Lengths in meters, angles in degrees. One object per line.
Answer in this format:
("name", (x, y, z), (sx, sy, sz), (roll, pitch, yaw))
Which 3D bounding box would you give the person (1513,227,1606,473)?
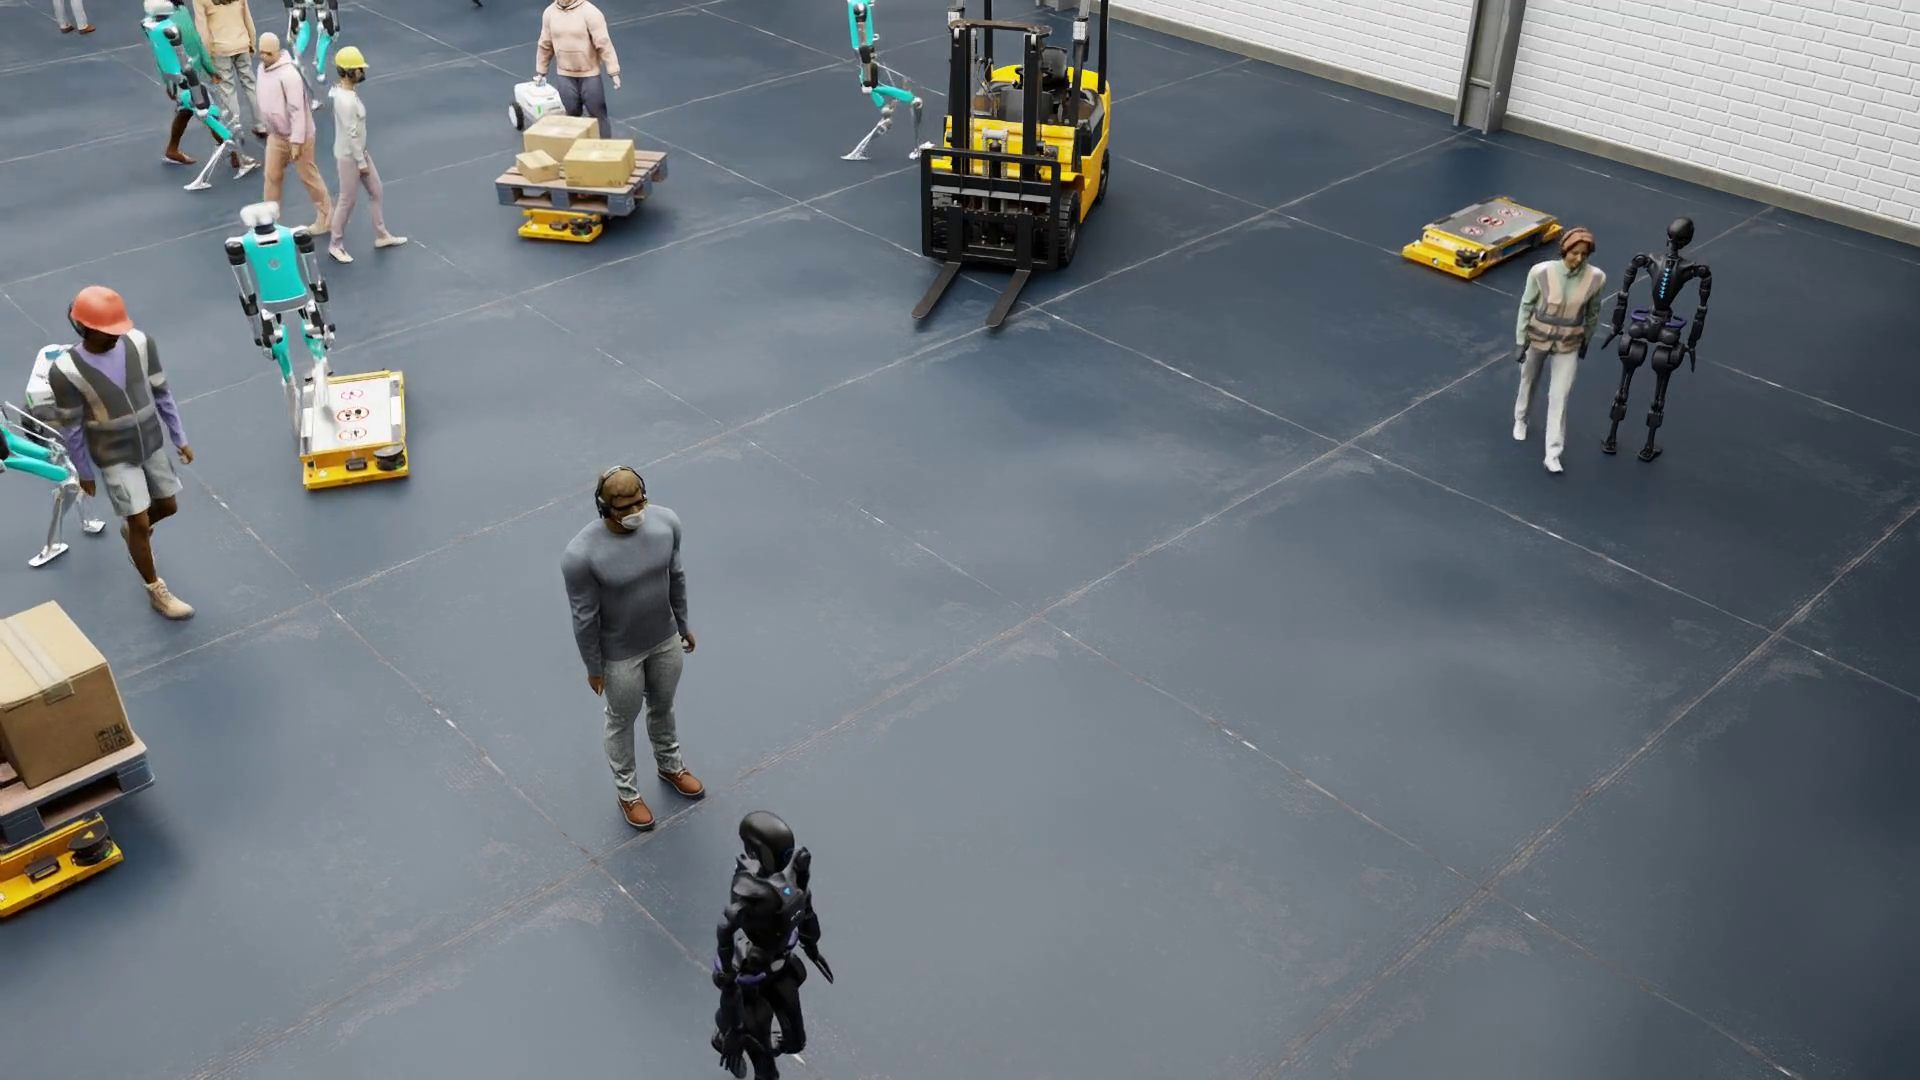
("person", (3.882, -1.259, 10.888), (0.508, 1.599, 0.803), (9, 34, 13))

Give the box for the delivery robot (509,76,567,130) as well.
("delivery robot", (-4.162, -4.308, 16.550), (0.499, 0.614, 0.790), (-19, 37, -26))

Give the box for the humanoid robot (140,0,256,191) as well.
("humanoid robot", (-6.803, -4.064, 15.071), (0.540, 1.751, 0.936), (24, 40, 32))

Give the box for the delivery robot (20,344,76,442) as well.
("delivery robot", (-6.220, -1.066, 11.532), (0.499, 0.575, 0.757), (-10, 34, -15))

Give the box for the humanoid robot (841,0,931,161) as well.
("humanoid robot", (-0.622, -4.382, 15.611), (1.018, 1.782, 0.534), (-3, 33, -5))

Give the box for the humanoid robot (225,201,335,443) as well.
("humanoid robot", (-4.442, -1.418, 11.073), (0.545, 1.872, 0.668), (-12, 35, -18))

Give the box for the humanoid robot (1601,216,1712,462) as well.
("humanoid robot", (4.541, -1.327, 10.908), (0.599, 1.657, 0.315), (17, 37, 25))

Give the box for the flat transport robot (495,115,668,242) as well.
("flat transport robot", (-3.326, -3.018, 14.812), (0.659, 0.231, 1.431), (7, 34, 11))

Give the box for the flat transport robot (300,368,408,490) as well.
("flat transport robot", (-4.149, -0.802, 11.406), (0.659, 0.231, 1.431), (-9, 34, -14))

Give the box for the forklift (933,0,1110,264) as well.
("forklift", (0.570, -3.725, 14.138), (1.214, 2.155, 2.313), (9, 34, 13))

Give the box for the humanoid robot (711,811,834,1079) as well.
("humanoid robot", (-0.807, 1.654, 6.340), (0.562, 1.640, 0.593), (18, 37, 25))

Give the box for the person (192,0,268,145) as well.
("person", (-7.032, -4.756, 16.024), (0.415, 1.867, 0.566), (24, 40, 32))

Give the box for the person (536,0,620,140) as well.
("person", (-3.515, -4.335, 15.383), (0.822, 1.854, 0.434), (6, 34, 9))

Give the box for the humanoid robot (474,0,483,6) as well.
("humanoid robot", (-5.906, -7.393, 20.277), (0.593, 1.642, 0.722), (16, 36, 23))

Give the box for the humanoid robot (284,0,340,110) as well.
("humanoid robot", (-6.551, -5.156, 16.778), (0.562, 1.754, 1.024), (-2, 33, -2))

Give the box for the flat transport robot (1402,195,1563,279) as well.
("flat transport robot", (4.465, -2.588, 14.150), (1.431, 0.231, 0.659), (-26, 41, -34))

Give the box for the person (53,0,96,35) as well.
("person", (-10.369, -6.656, 19.142), (0.474, 1.641, 0.336), (2, 33, 3))

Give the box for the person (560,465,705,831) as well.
("person", (-1.522, 0.491, 7.890), (0.373, 1.940, 0.629), (28, 42, 36))

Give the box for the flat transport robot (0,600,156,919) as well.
("flat transport robot", (-4.719, 1.310, 8.159), (0.659, 0.231, 1.431), (-28, 42, -36))

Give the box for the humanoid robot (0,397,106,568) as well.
("humanoid robot", (-5.513, -0.661, 9.839), (0.877, 1.772, 0.586), (-14, 36, -21))

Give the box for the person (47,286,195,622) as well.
("person", (-4.756, -0.539, 9.420), (0.756, 2.007, 0.618), (19, 38, 27))

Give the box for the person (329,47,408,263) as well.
("person", (-5.062, -3.179, 13.722), (0.633, 1.726, 0.540), (-7, 34, -10))

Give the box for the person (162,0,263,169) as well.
("person", (-7.150, -4.322, 15.420), (0.984, 1.800, 0.496), (-1, 33, -1))

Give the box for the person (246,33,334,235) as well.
("person", (-5.749, -3.342, 13.952), (0.578, 1.746, 0.754), (19, 38, 27))
